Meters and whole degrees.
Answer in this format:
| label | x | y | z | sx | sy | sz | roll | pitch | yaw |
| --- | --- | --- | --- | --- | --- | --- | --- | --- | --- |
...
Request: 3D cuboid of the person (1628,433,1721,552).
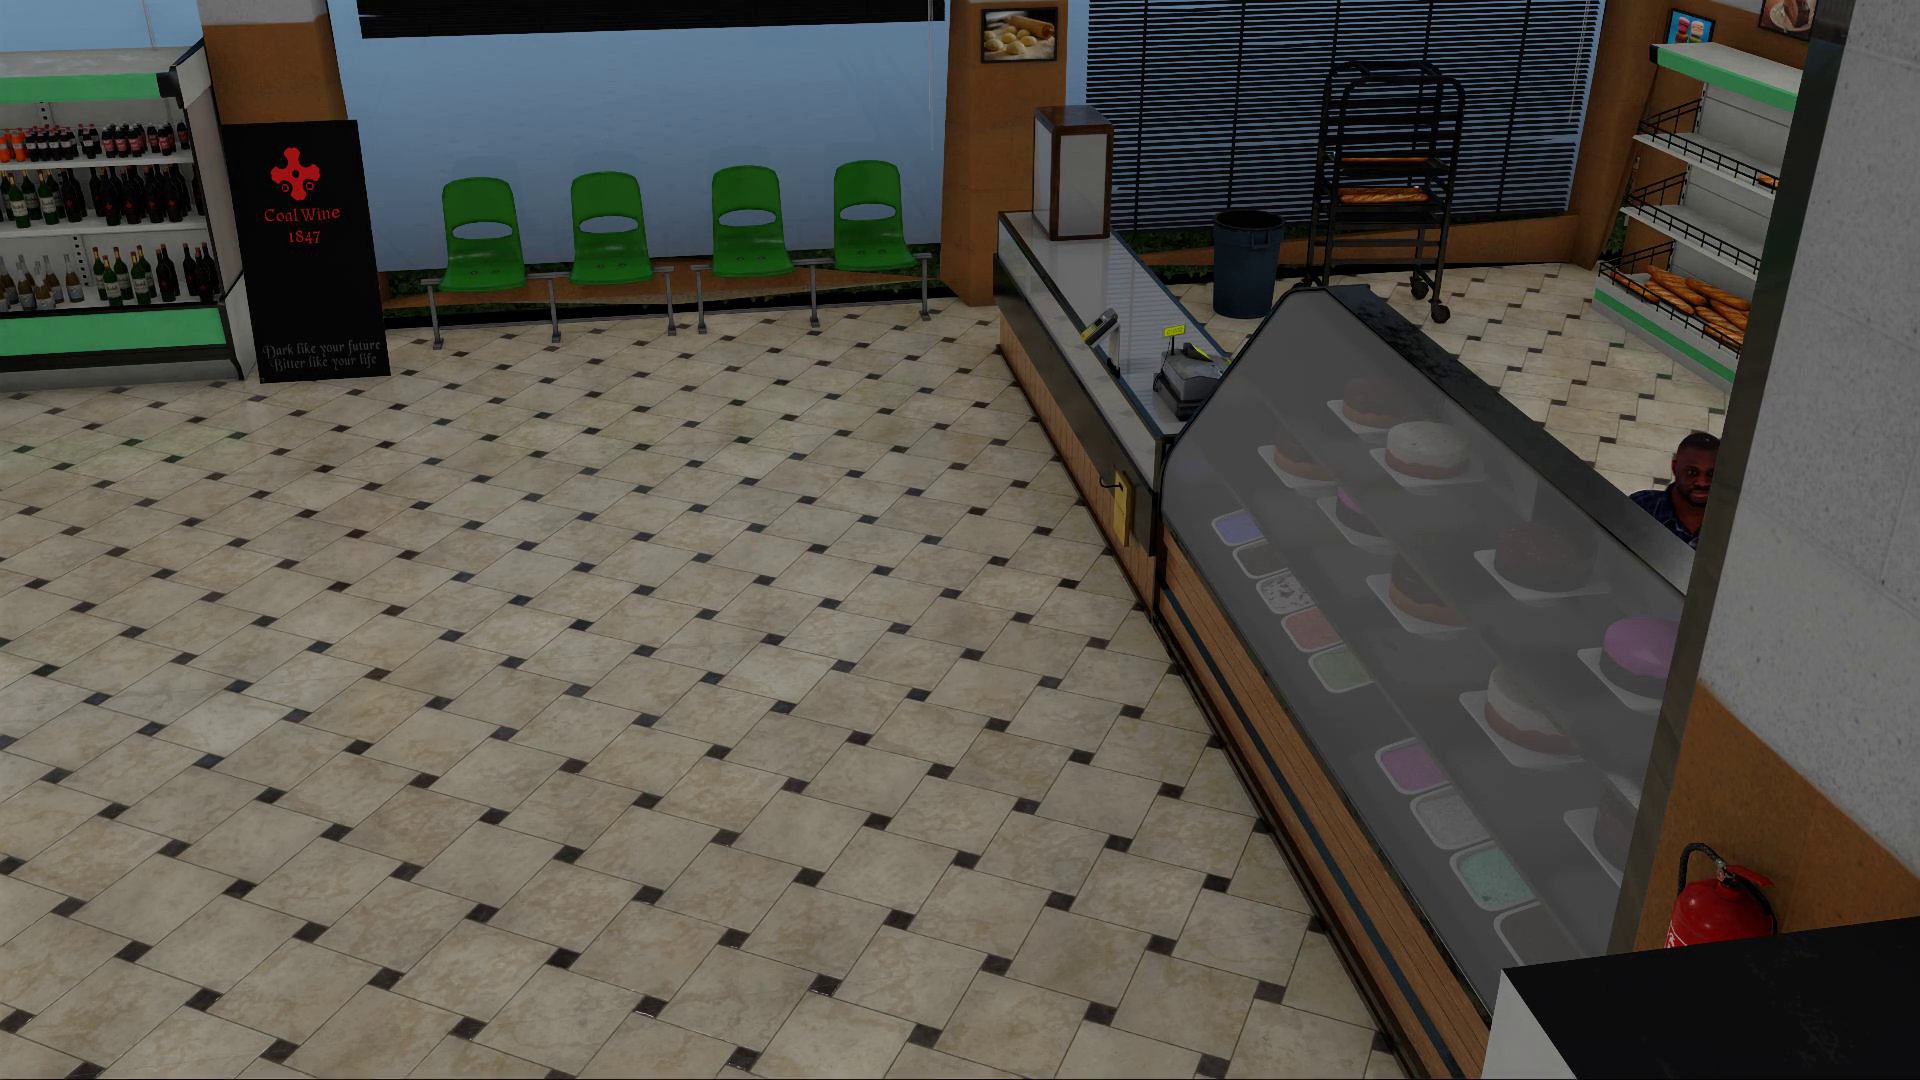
| label | x | y | z | sx | sy | sz | roll | pitch | yaw |
| --- | --- | --- | --- | --- | --- | --- | --- | --- | --- |
| person | 2.632 | 0.438 | 6.265 | 0.661 | 1.824 | 0.811 | 3 | 27 | 7 |
